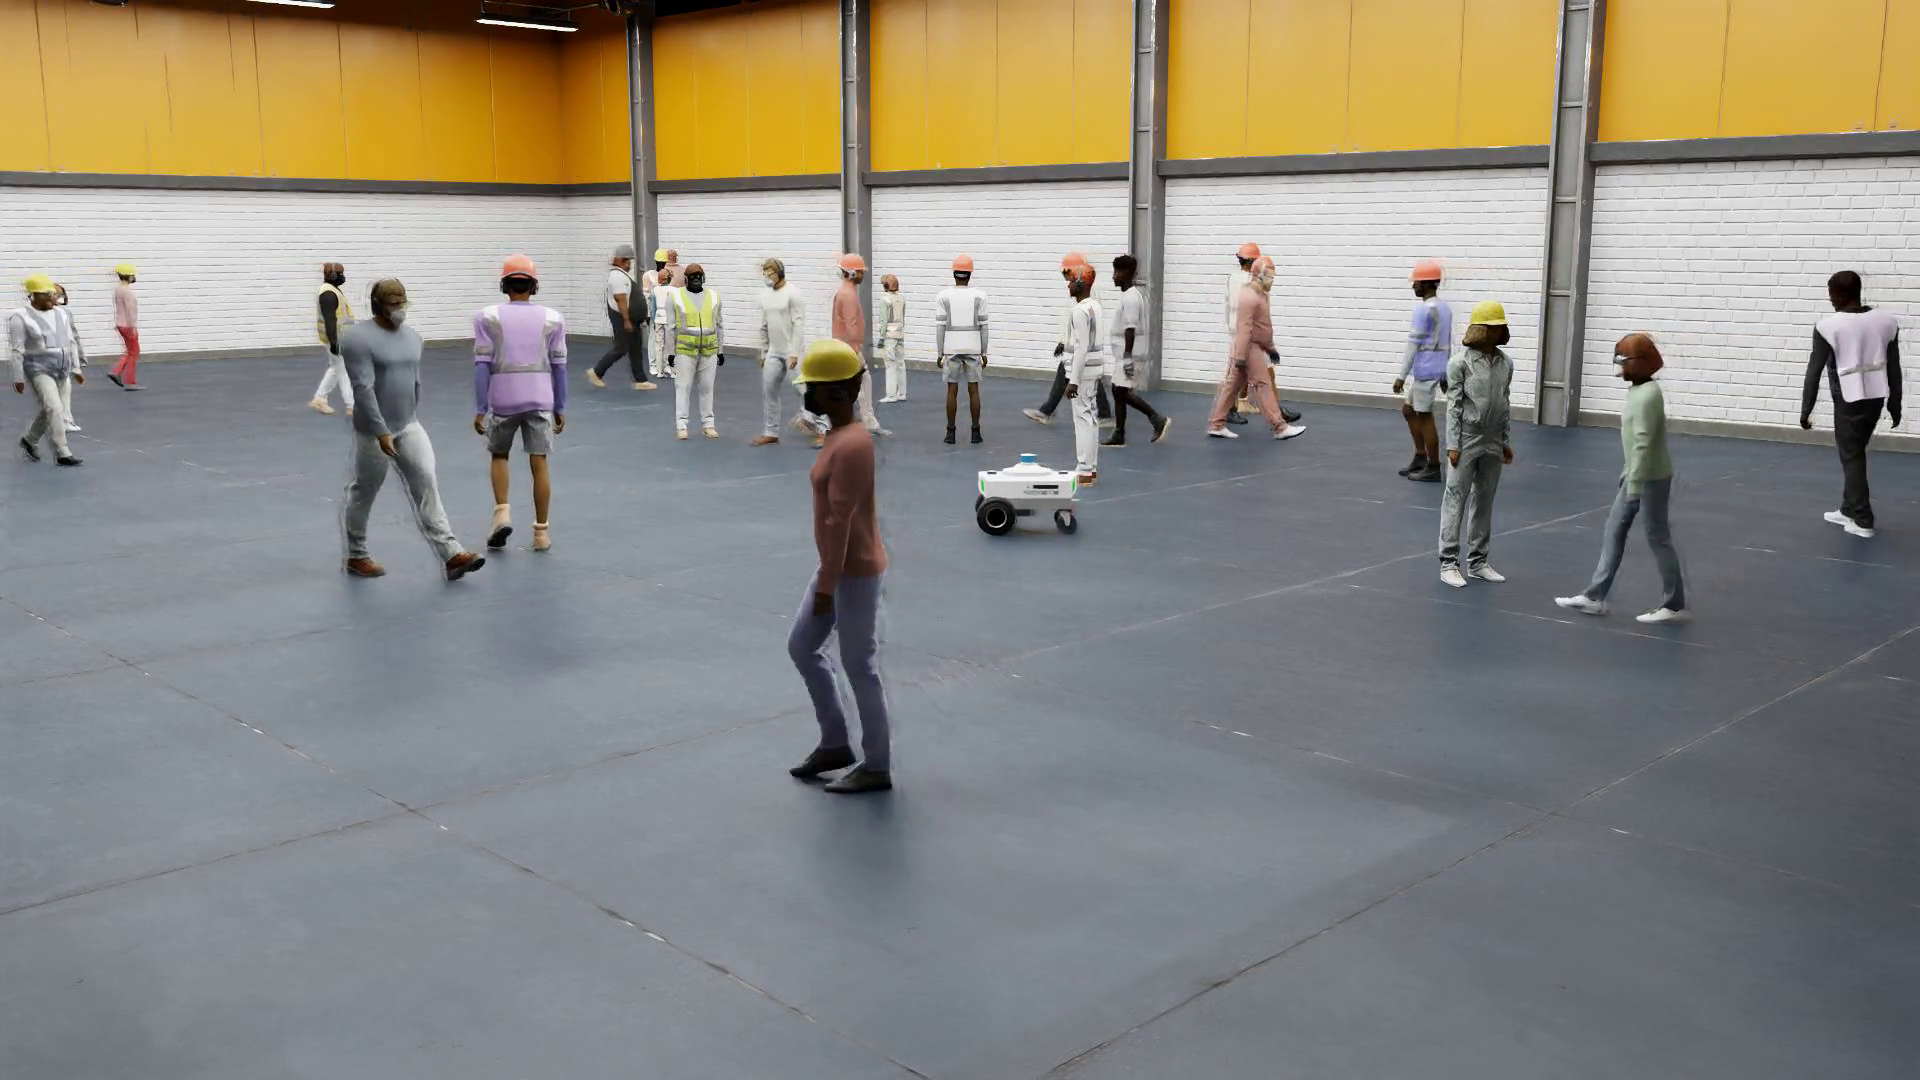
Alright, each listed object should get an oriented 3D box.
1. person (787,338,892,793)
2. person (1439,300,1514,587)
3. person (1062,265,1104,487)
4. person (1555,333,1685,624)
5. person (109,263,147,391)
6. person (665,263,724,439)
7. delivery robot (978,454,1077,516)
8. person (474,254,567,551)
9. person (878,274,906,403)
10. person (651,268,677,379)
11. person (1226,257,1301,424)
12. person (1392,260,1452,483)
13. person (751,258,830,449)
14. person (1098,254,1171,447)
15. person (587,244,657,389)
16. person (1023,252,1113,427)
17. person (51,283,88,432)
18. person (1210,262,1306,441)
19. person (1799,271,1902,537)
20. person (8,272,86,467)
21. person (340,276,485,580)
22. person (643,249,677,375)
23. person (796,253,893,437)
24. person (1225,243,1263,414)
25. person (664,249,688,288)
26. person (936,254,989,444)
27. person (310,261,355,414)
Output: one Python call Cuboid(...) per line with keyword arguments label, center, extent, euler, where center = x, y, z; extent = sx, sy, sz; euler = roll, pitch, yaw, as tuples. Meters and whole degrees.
Cuboid(label="person", center=(-0.494, 0.120, 6.301), extent=(0.523, 1.751, 0.526), euler=(-2, 11, -12))
Cuboid(label="person", center=(3.181, -0.589, 10.165), extent=(0.484, 1.744, 0.295), euler=(-5, 11, -25))
Cuboid(label="person", center=(1.037, -1.393, 14.176), extent=(0.355, 1.883, 0.575), euler=(3, 11, 16))
Cuboid(label="person", center=(3.675, -0.333, 9.151), extent=(0.757, 1.593, 0.517), euler=(3, 11, 16))
Cuboid(label="person", center=(-11.427, -2.920, 22.853), extent=(0.395, 1.758, 0.539), euler=(-10, 14, -43))
Cuboid(label="person", center=(-2.773, -1.978, 17.475), extent=(0.634, 1.841, 0.429), euler=(-5, 11, -24))
Cuboid(label="delivery robot", center=(0.489, -0.380, 12.013), extent=(0.707, 0.478, 0.477), euler=(0, 10, -1))
Cuboid(label="person", center=(-2.980, -0.928, 11.324), extent=(0.636, 2.009, 0.562), euler=(-4, 11, -21))
Cuboid(label="person", center=(-0.871, -2.570, 21.262), extent=(0.311, 1.636, 0.523), euler=(6, 12, 32))
Cuboid(label="person", center=(-4.367, -3.215, 24.764), extent=(0.513, 1.642, 0.313), euler=(5, 12, 26))
Cuboid(label="person", center=(3.378, -2.206, 18.597), extent=(0.554, 1.884, 0.978), euler=(-10, 15, -44))
Cuboid(label="person", center=(3.976, -1.450, 14.406), extent=(0.584, 1.916, 0.549), euler=(7, 12, 32))
Cuboid(label="person", center=(-1.707, -1.865, 16.725), extent=(0.829, 1.903, 0.560), euler=(9, 14, 42))
Cuboid(label="person", center=(1.733, -1.871, 16.604), extent=(0.659, 1.947, 0.613), euler=(1, 10, 3))
Cuboid(label="person", center=(-4.668, -3.067, 22.866), extent=(0.855, 2.000, 0.683), euler=(0, 10, 0))
Cuboid(label="person", center=(1.241, -2.205, 18.457), extent=(1.037, 1.937, 0.615), euler=(1, 10, 5))
Cuboid(label="person", center=(-9.716, -1.973, 18.078), extent=(0.620, 1.613, 0.502), euler=(2, 11, 10))
Cuboid(label="person", center=(3.096, -1.953, 17.323), extent=(1.014, 1.839, 0.663), euler=(2, 11, 11))
Cuboid(label="person", center=(6.374, -0.984, 11.952), extent=(0.629, 1.873, 0.724), euler=(-1, 10, -6))
Cuboid(label="person", center=(-8.545, -1.586, 15.457), extent=(0.853, 1.805, 0.584), euler=(3, 11, 17))
Cuboid(label="person", center=(-3.453, -0.666, 10.212), extent=(1.050, 1.871, 0.617), euler=(7, 12, 32))
Cuboid(label="person", center=(-4.578, -3.497, 25.538), extent=(0.588, 1.923, 0.383), euler=(-9, 14, -40))
Cuboid(label="person", center=(-1.252, -2.040, 17.543), extent=(0.999, 1.956, 0.636), euler=(-1, 10, -6))
Cuboid(label="person", center=(3.421, -2.526, 19.913), extent=(0.392, 2.041, 0.615), euler=(-4, 11, -23))
Cuboid(label="person", center=(-4.684, -3.771, 27.074), extent=(0.653, 1.906, 0.405), euler=(-4, 11, -22))
Cuboid(label="person", center=(0.022, -1.950, 17.062), extent=(0.546, 1.938, 0.360), euler=(0, 10, -2))
Cuboid(label="person", center=(-7.443, -2.396, 19.825), extent=(0.626, 1.841, 0.634), euler=(-3, 11, -16))
